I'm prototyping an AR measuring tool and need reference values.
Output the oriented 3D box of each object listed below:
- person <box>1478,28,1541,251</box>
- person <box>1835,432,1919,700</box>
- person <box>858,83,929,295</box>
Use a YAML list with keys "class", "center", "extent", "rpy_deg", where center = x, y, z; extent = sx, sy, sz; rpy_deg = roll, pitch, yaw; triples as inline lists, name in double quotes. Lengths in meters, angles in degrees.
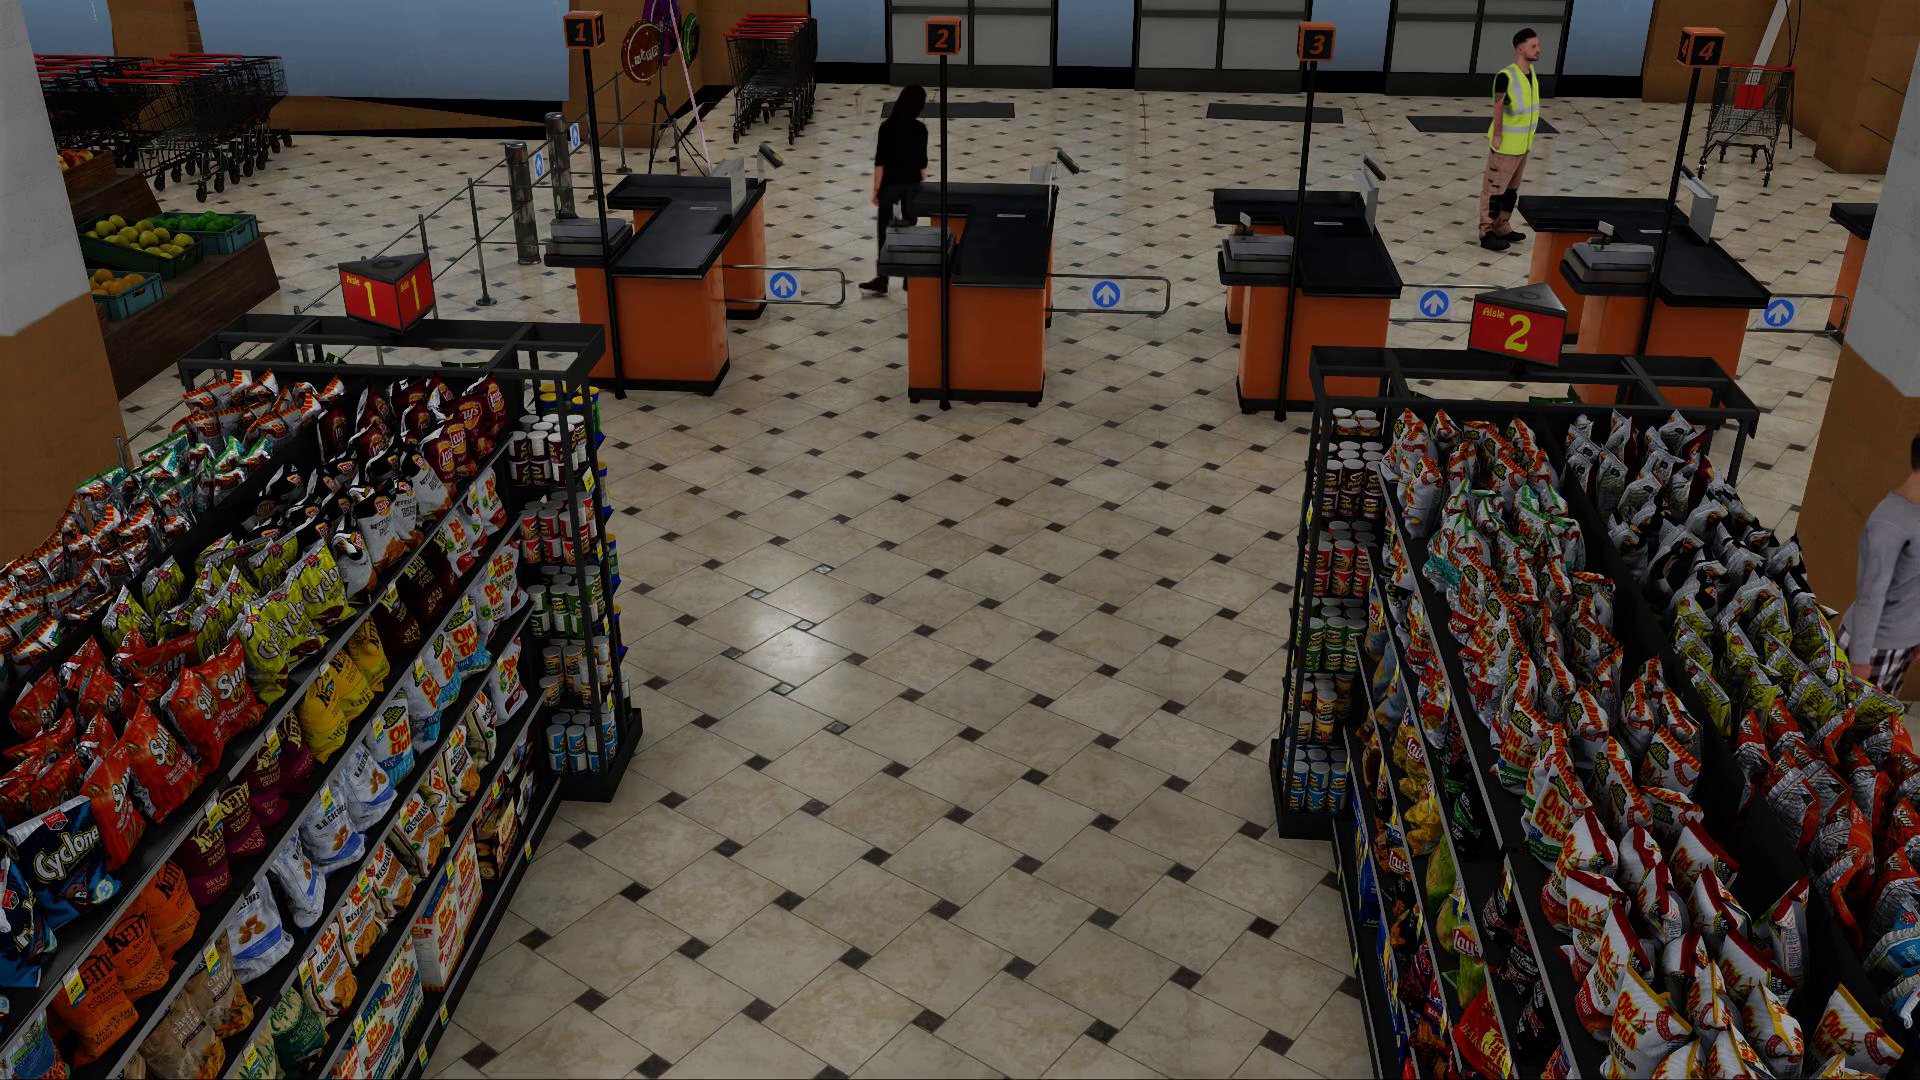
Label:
- class: "person"
  center: [4.709, -3.424, 14.185]
  extent: [0.912, 1.846, 0.839]
  rpy_deg: [22, 34, 37]
- class: "person"
  center: [3.693, 0.380, 6.687]
  extent: [0.695, 1.844, 0.750]
  rpy_deg: [-20, 33, -34]
- class: "person"
  center: [-0.496, -2.746, 13.117]
  extent: [0.849, 1.604, 0.769]
  rpy_deg: [-13, 30, -25]
